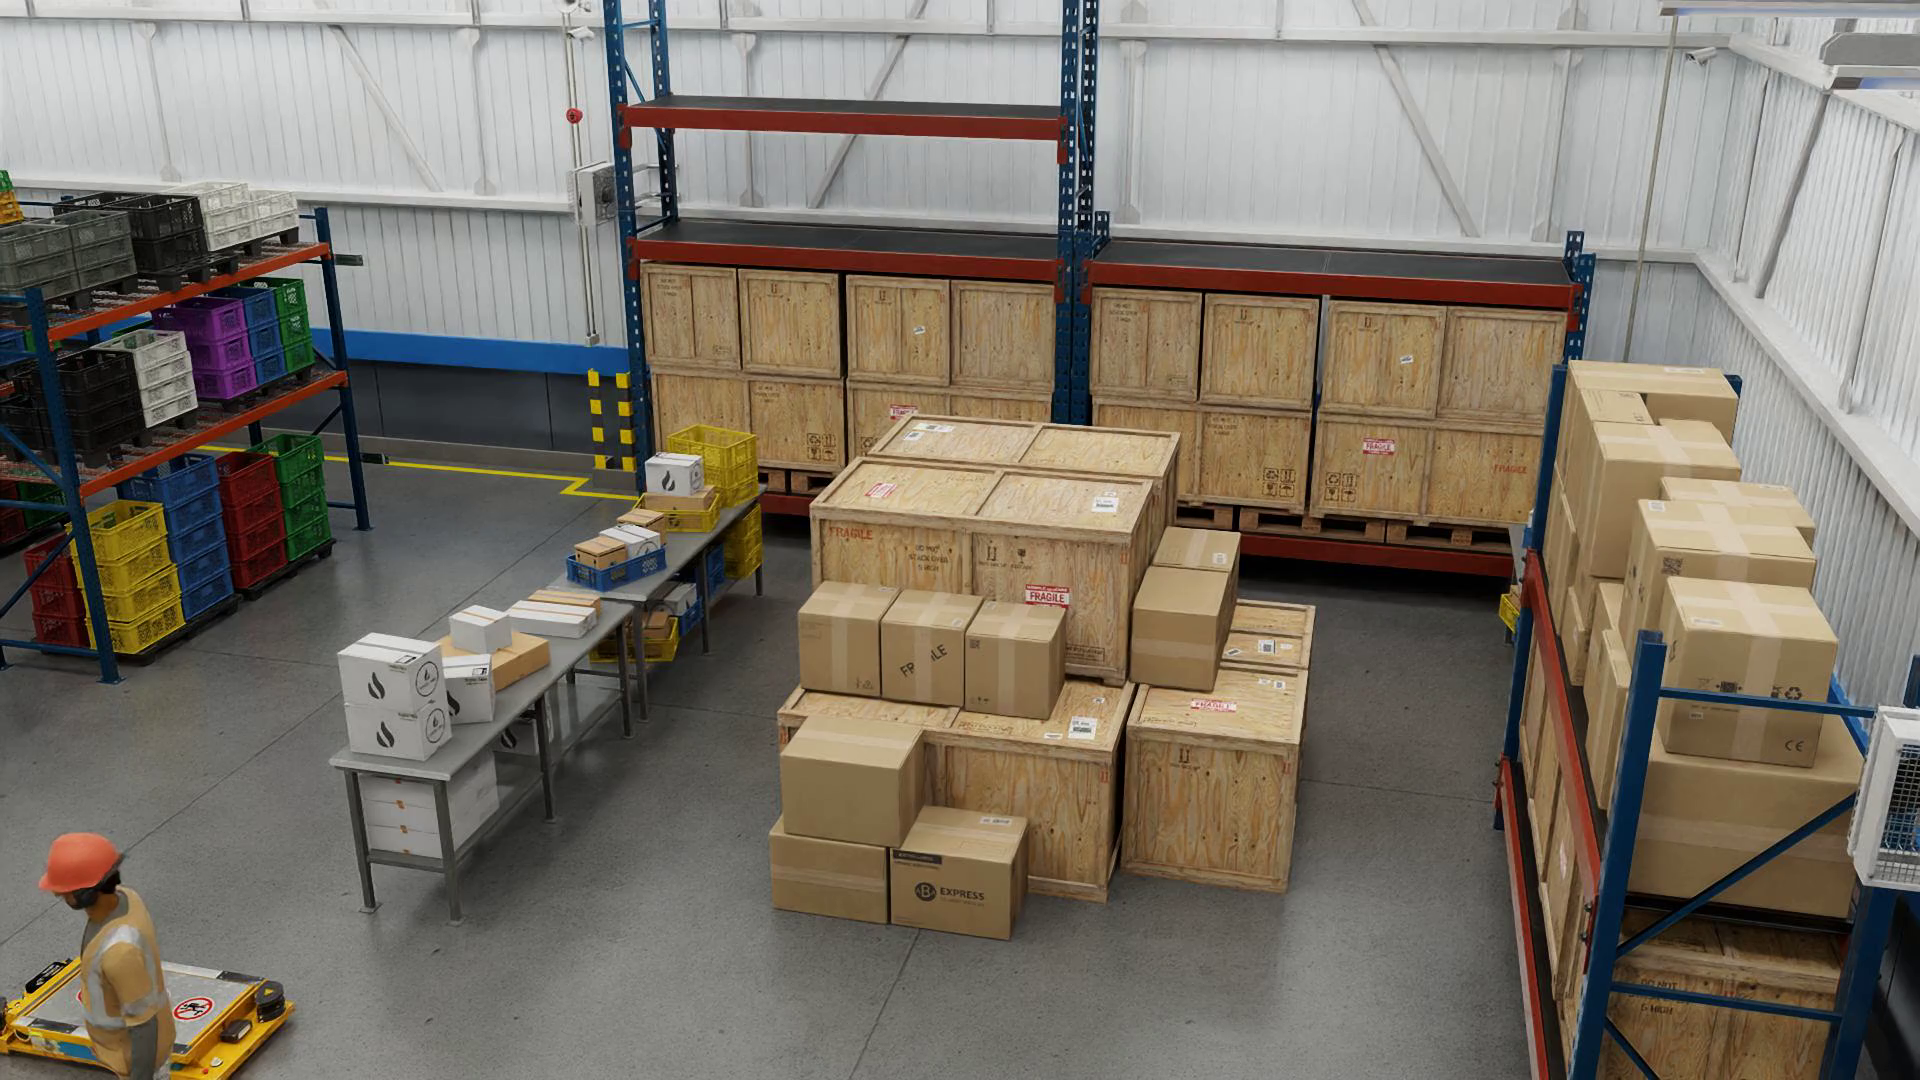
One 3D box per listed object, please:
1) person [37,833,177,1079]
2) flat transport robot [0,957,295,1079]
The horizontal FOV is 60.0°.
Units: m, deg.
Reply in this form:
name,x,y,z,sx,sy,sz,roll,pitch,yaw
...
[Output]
name,x,y,z,sx,sy,sz,roll,pitch,yaw
person,-3.506,2.129,6.998,0.384,2.037,0.613,-12,24,-28
flat transport robot,-4.270,2.464,8.601,1.431,0.231,0.659,5,22,13
